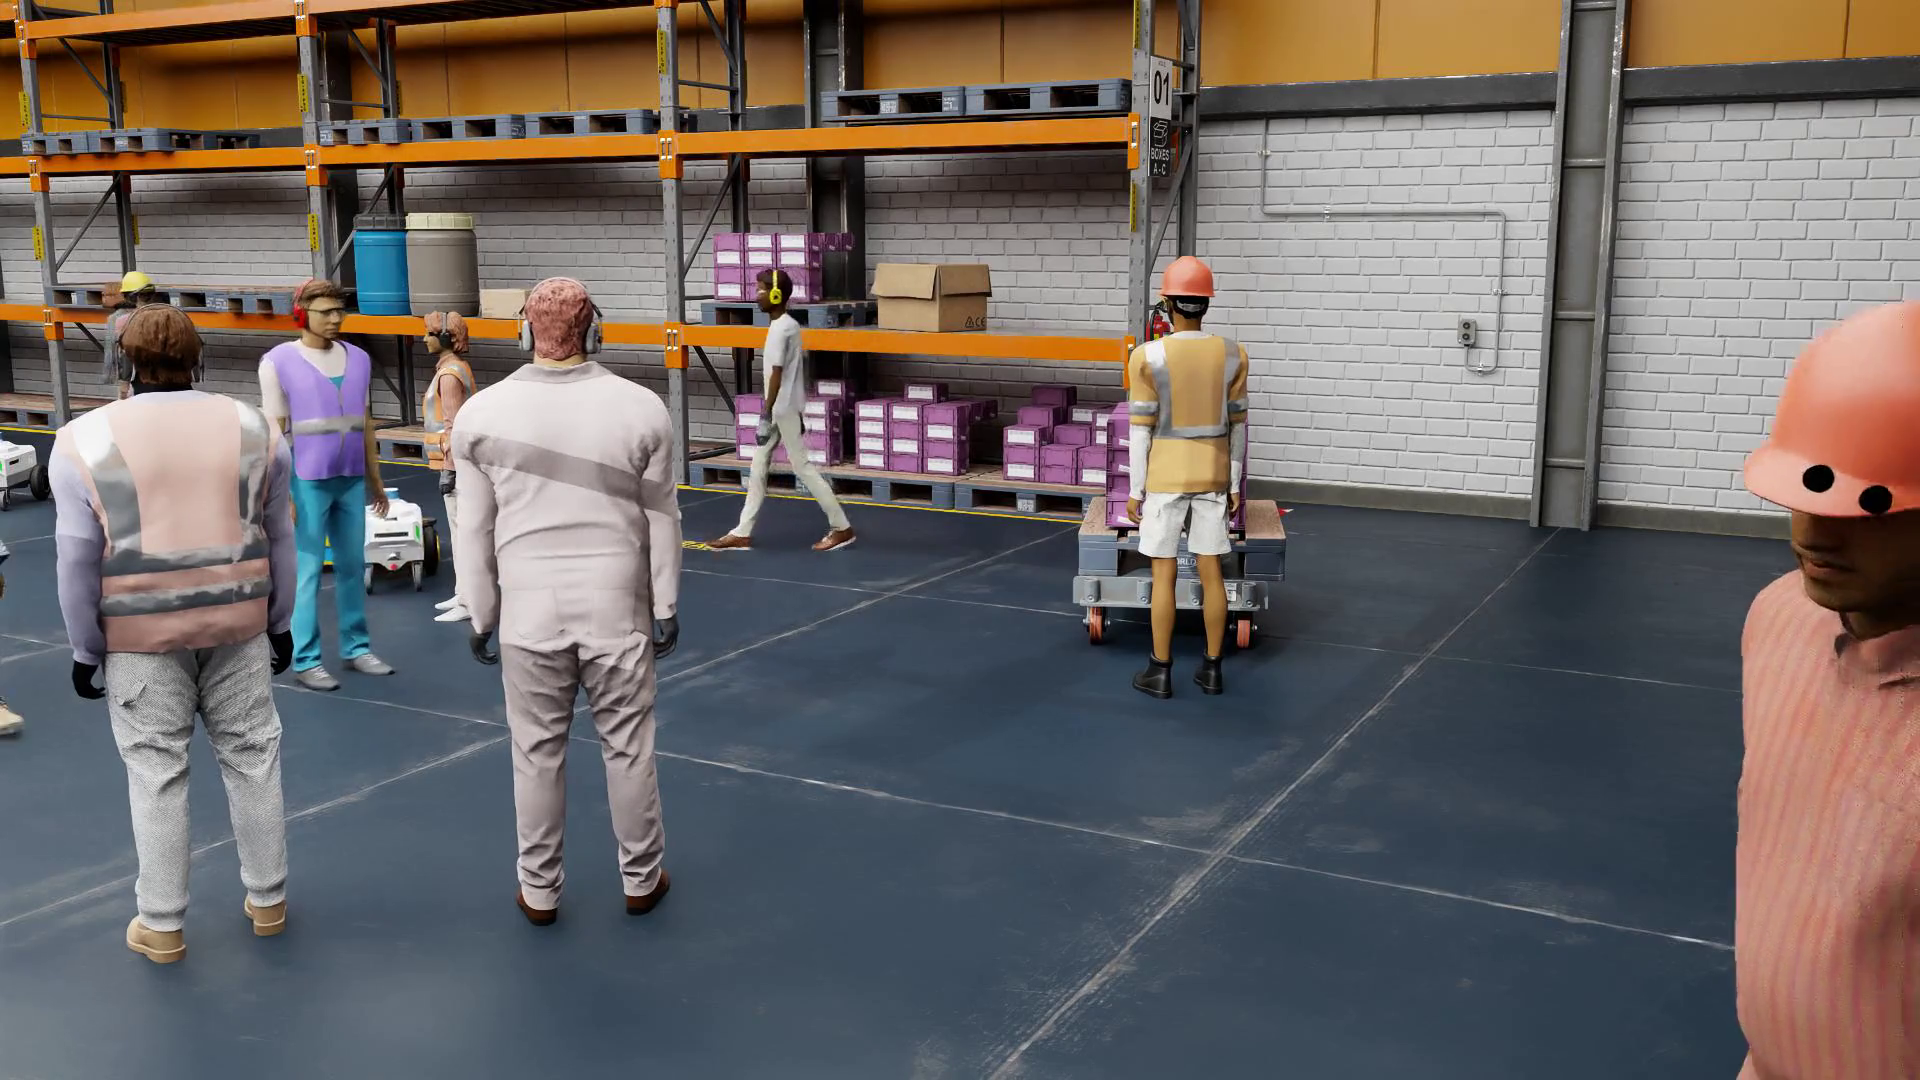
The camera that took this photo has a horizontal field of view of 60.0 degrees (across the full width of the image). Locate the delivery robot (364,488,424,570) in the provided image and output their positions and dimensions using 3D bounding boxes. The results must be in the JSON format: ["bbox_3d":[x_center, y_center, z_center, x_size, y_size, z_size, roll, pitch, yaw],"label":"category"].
[{"bbox_3d":[-3.321,-0.060,9.719,0.477,0.478,0.707,-3,11,-18],"label":"delivery robot"}]

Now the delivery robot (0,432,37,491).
[{"bbox_3d":[-7.247,-0.570,12.514,0.477,0.478,0.707,-2,11,-9],"label":"delivery robot"}]

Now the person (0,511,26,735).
[{"bbox_3d":[-4.069,-0.176,6.591,0.743,2.014,0.651,7,12,33],"label":"person"}]

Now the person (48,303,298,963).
[{"bbox_3d":[-2.186,0.262,4.686,0.625,1.844,0.429,-8,13,-38],"label":"person"}]

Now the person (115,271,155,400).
[{"bbox_3d":[-6.440,-1.248,13.219,0.385,1.755,0.535,5,12,27],"label":"person"}]

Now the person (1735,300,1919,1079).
[{"bbox_3d":[1.085,0.702,1.946,0.597,1.959,0.644,-2,10,-8],"label":"person"}]

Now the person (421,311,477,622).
[{"bbox_3d":[-2.676,-0.390,8.811,0.308,1.641,0.514,-3,11,-15],"label":"person"}]

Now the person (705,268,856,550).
[{"bbox_3d":[-1.130,-0.814,10.649,0.979,1.827,0.529,-1,10,-4],"label":"person"}]

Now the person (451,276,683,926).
[{"bbox_3d":[-1.138,0.189,4.908,0.638,1.909,0.408,-2,11,-13],"label":"person"}]

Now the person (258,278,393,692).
[{"bbox_3d":[-2.876,-0.254,7.519,0.378,1.839,0.574,6,12,29],"label":"person"}]

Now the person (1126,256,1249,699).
[{"bbox_3d":[0.982,-0.264,7.303,0.545,1.939,0.354,-2,11,-13],"label":"person"}]

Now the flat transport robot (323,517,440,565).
[{"bbox_3d":[-3.969,0.030,10.264,1.431,0.197,0.652,-3,11,-18],"label":"flat transport robot"}]

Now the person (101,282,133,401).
[{"bbox_3d":[-7.828,-1.587,15.452,0.771,1.593,0.533,-1,10,-3],"label":"person"}]
